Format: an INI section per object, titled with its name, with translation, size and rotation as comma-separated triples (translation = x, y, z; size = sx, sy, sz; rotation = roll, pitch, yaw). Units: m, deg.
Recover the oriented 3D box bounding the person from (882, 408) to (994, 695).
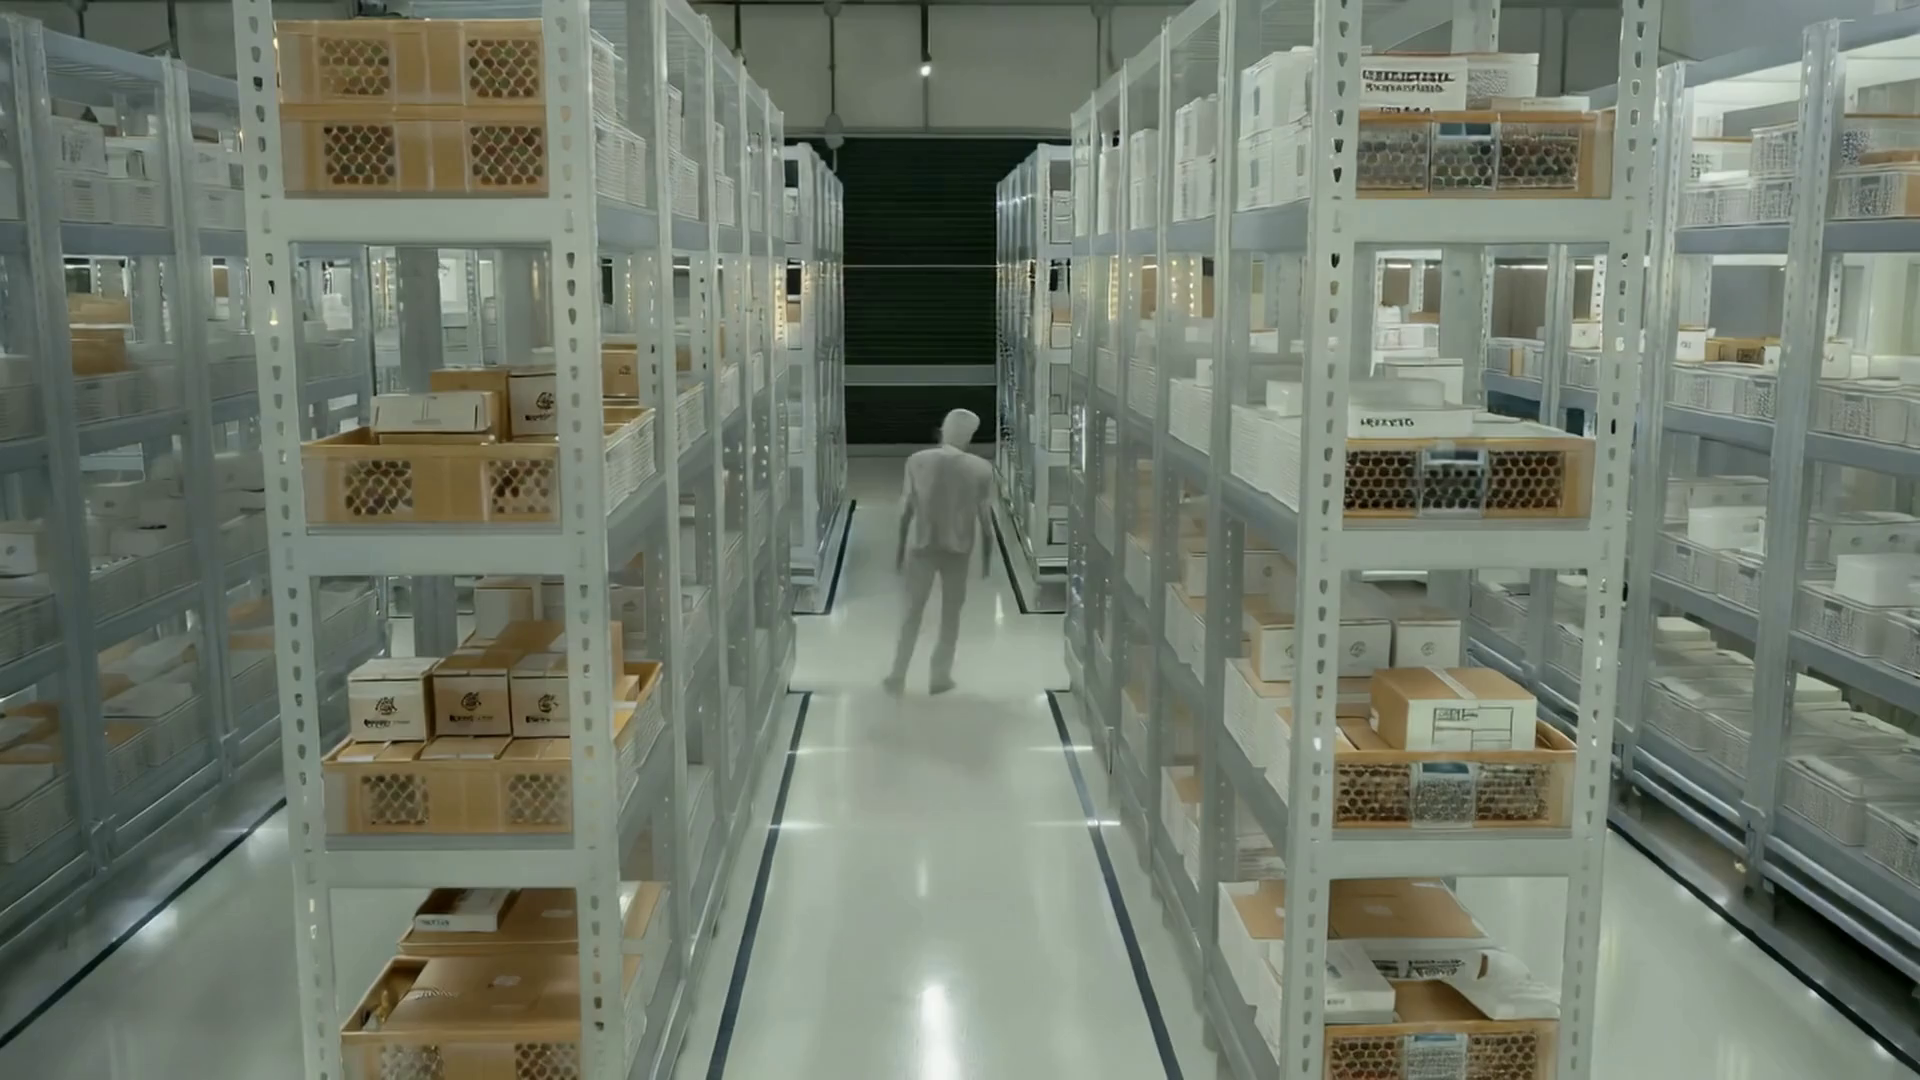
[person]
translation = -0.114, 0.073, 10.473
size = 0.653, 1.803, 0.430
rotation = 1, 9, 3
